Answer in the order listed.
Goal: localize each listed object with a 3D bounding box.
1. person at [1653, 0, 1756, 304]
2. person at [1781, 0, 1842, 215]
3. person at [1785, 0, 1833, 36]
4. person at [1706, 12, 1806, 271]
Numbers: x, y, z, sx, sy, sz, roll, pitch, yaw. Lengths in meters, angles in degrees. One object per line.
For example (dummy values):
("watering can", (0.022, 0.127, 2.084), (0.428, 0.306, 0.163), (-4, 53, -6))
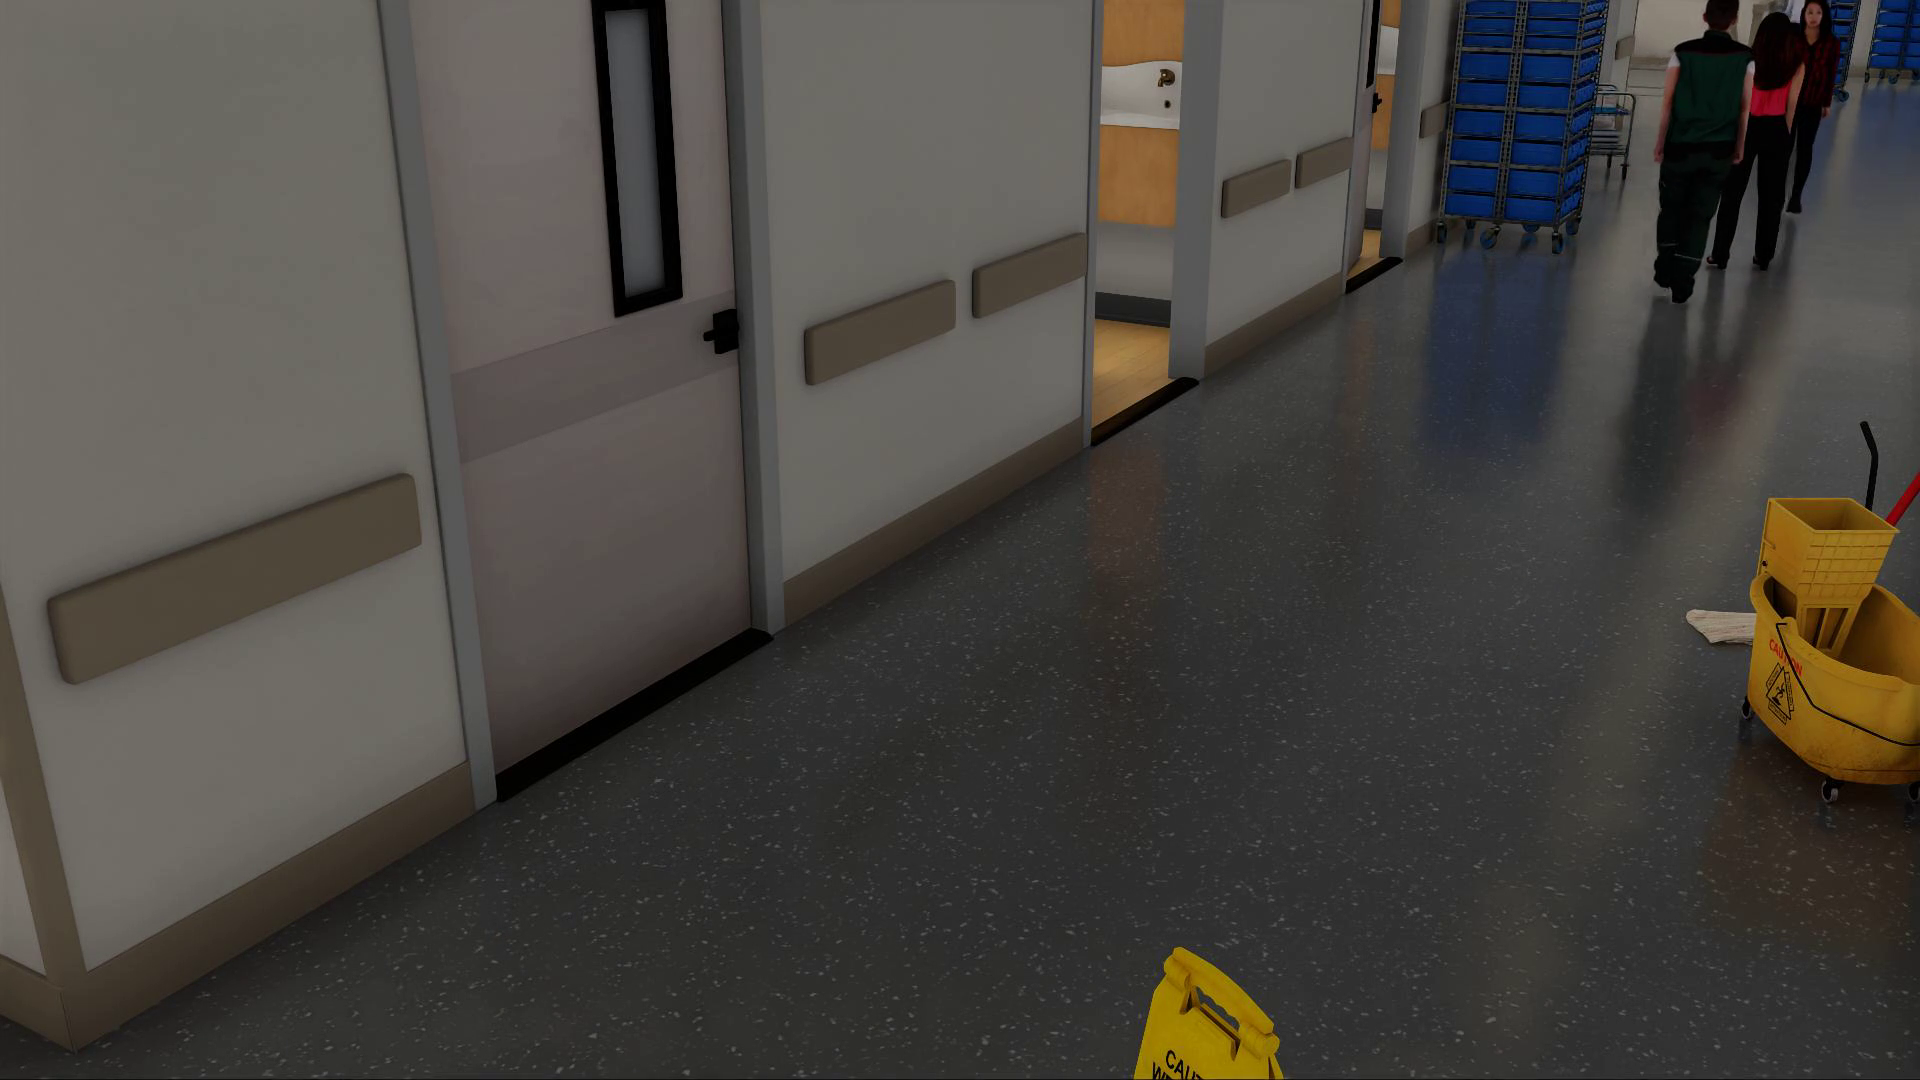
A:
("person", (4.443, -2.347, 10.019), (0.681, 1.828, 0.793), (10, 23, 24))
("person", (6.606, -3.415, 13.114), (0.680, 1.636, 0.863), (7, 22, 19))
("person", (9.261, -5.493, 18.384), (0.812, 1.790, 1.259), (17, 27, 38))
("person", (5.298, -2.638, 11.032), (0.640, 1.658, 0.622), (4, 21, 10))
